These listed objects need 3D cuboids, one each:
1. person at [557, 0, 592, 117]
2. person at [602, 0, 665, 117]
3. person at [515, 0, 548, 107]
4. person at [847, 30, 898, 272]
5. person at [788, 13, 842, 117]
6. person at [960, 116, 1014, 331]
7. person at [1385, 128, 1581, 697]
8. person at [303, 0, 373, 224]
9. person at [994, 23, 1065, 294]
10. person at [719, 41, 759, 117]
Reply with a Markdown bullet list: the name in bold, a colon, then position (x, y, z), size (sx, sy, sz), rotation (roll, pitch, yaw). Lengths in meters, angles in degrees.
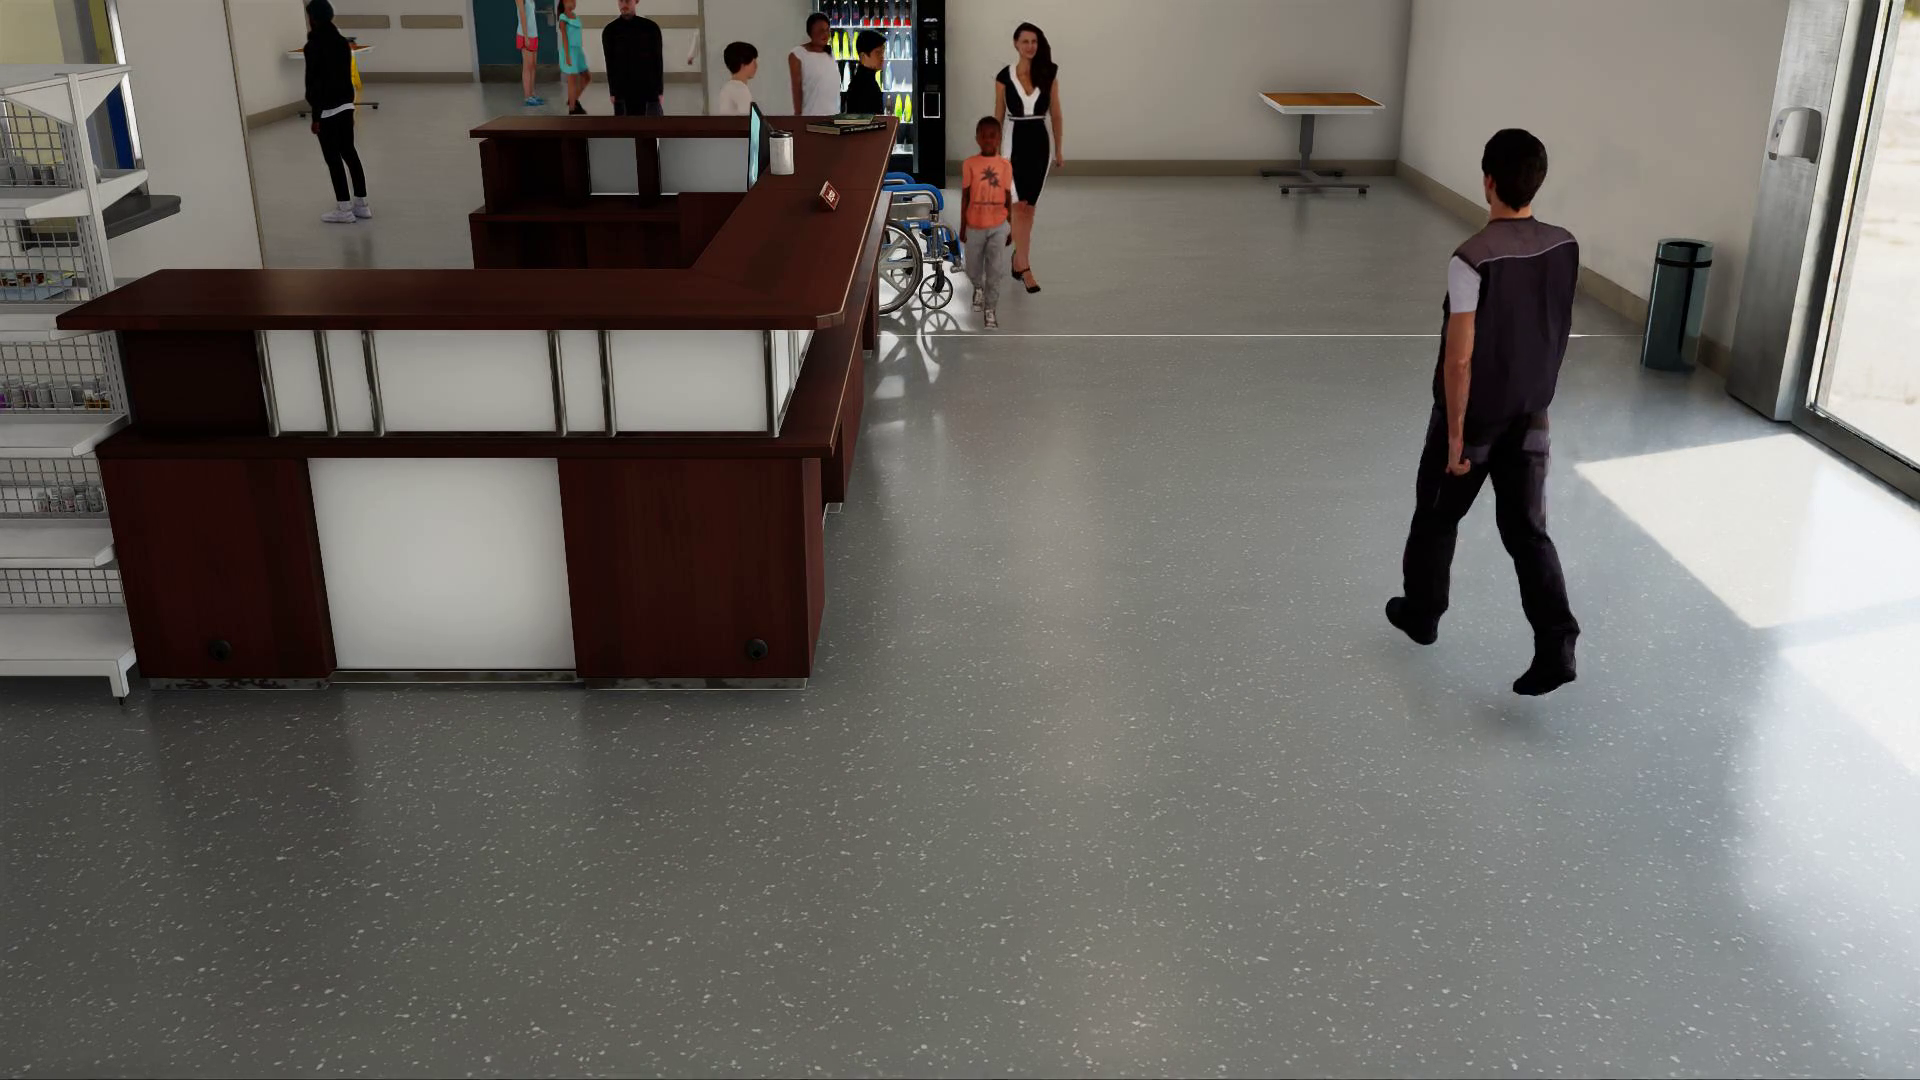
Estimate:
- **person**: position (-4.996, -6.178, 21.135), size (0.696, 1.551, 0.647), rotation (9, 22, 22)
- **person**: position (-2.823, -3.868, 14.531), size (0.502, 1.909, 0.733), rotation (1, 21, 1)
- **person**: position (-5.808, -6.763, 22.377), size (0.573, 1.765, 0.601), rotation (1, 21, 3)
- **person**: position (-0.729, -2.720, 11.789), size (0.773, 1.704, 0.666), rotation (-1, 21, -3)
- **person**: position (-1.261, -3.633, 14.258), size (1.078, 1.663, 1.099), rotation (-17, 27, -38)
- **person**: position (0.157, -1.995, 10.455), size (0.709, 1.294, 0.539), rotation (0, 21, -1)
- **person**: position (1.804, -0.368, 5.418), size (1.176, 1.818, 0.923), rotation (-5, 21, -14)
- **person**: position (-5.253, -3.599, 13.951), size (0.682, 1.817, 0.737), rotation (7, 22, 17)
- **person**: position (0.438, -2.581, 11.356), size (1.087, 1.752, 0.796), rotation (-4, 21, -11)
- **person**: position (-1.587, -2.613, 11.593), size (0.772, 1.644, 0.680), rotation (-6, 22, -15)
